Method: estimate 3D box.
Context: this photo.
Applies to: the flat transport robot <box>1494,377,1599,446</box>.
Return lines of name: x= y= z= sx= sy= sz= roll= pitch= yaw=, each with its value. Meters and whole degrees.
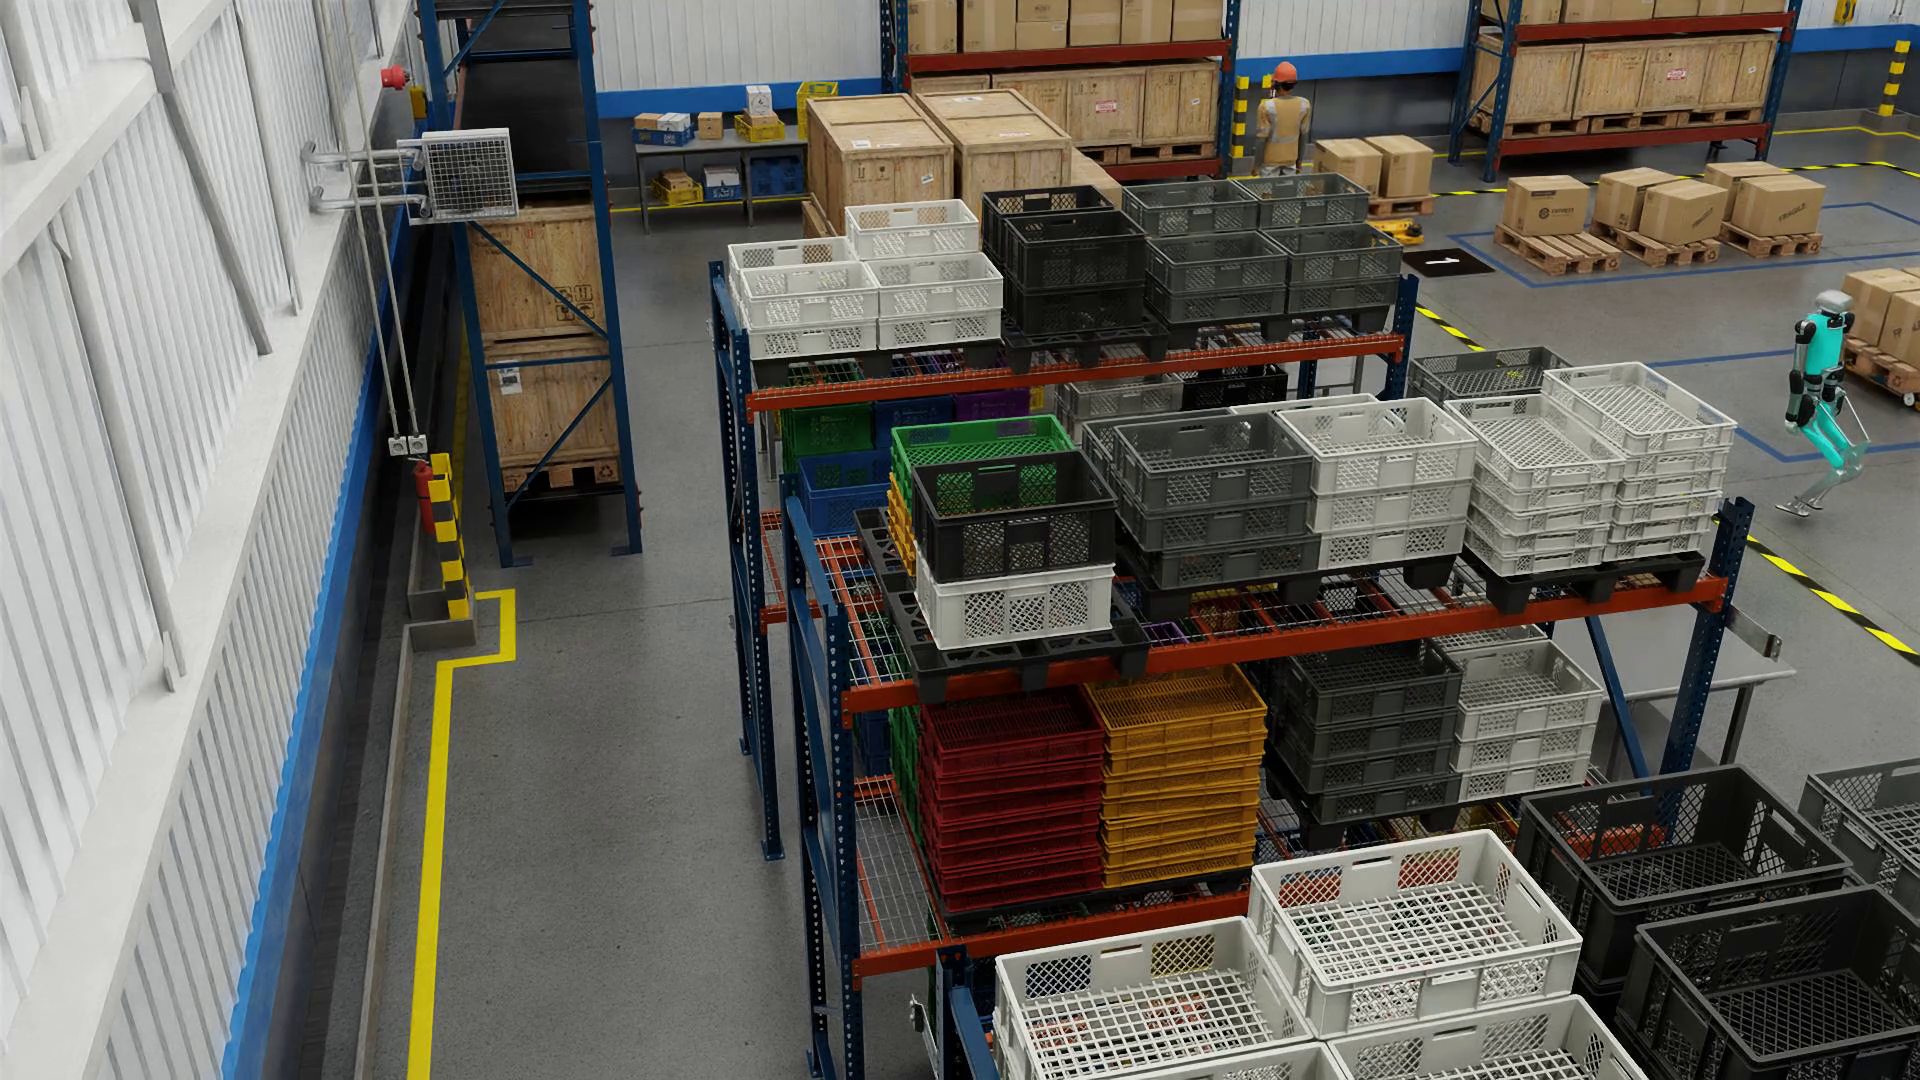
flat transport robot: x=4.780 y=-1.036 z=14.013 sx=0.659 sy=0.231 sz=1.431 roll=-6 pitch=28 yaw=-12

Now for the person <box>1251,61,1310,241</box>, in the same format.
person: x=3.435 y=-4.120 z=17.959 sx=0.608 sy=2.048 sz=0.363 roll=-8 pitch=29 yaw=-15

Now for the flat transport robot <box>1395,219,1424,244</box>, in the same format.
flat transport robot: x=4.670 y=-3.664 z=18.969 sx=0.652 sy=0.197 sz=1.431 roll=-6 pitch=28 yaw=-12

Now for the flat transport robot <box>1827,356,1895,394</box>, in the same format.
flat transport robot: x=8.482 y=-1.448 z=14.765 sx=0.652 sy=0.197 sz=1.431 roll=-6 pitch=28 yaw=-12

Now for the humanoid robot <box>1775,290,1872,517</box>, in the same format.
humanoid robot: x=6.374 y=-0.936 z=12.108 sx=0.533 sy=1.673 sz=0.735 roll=-14 pitch=31 yaw=-25
